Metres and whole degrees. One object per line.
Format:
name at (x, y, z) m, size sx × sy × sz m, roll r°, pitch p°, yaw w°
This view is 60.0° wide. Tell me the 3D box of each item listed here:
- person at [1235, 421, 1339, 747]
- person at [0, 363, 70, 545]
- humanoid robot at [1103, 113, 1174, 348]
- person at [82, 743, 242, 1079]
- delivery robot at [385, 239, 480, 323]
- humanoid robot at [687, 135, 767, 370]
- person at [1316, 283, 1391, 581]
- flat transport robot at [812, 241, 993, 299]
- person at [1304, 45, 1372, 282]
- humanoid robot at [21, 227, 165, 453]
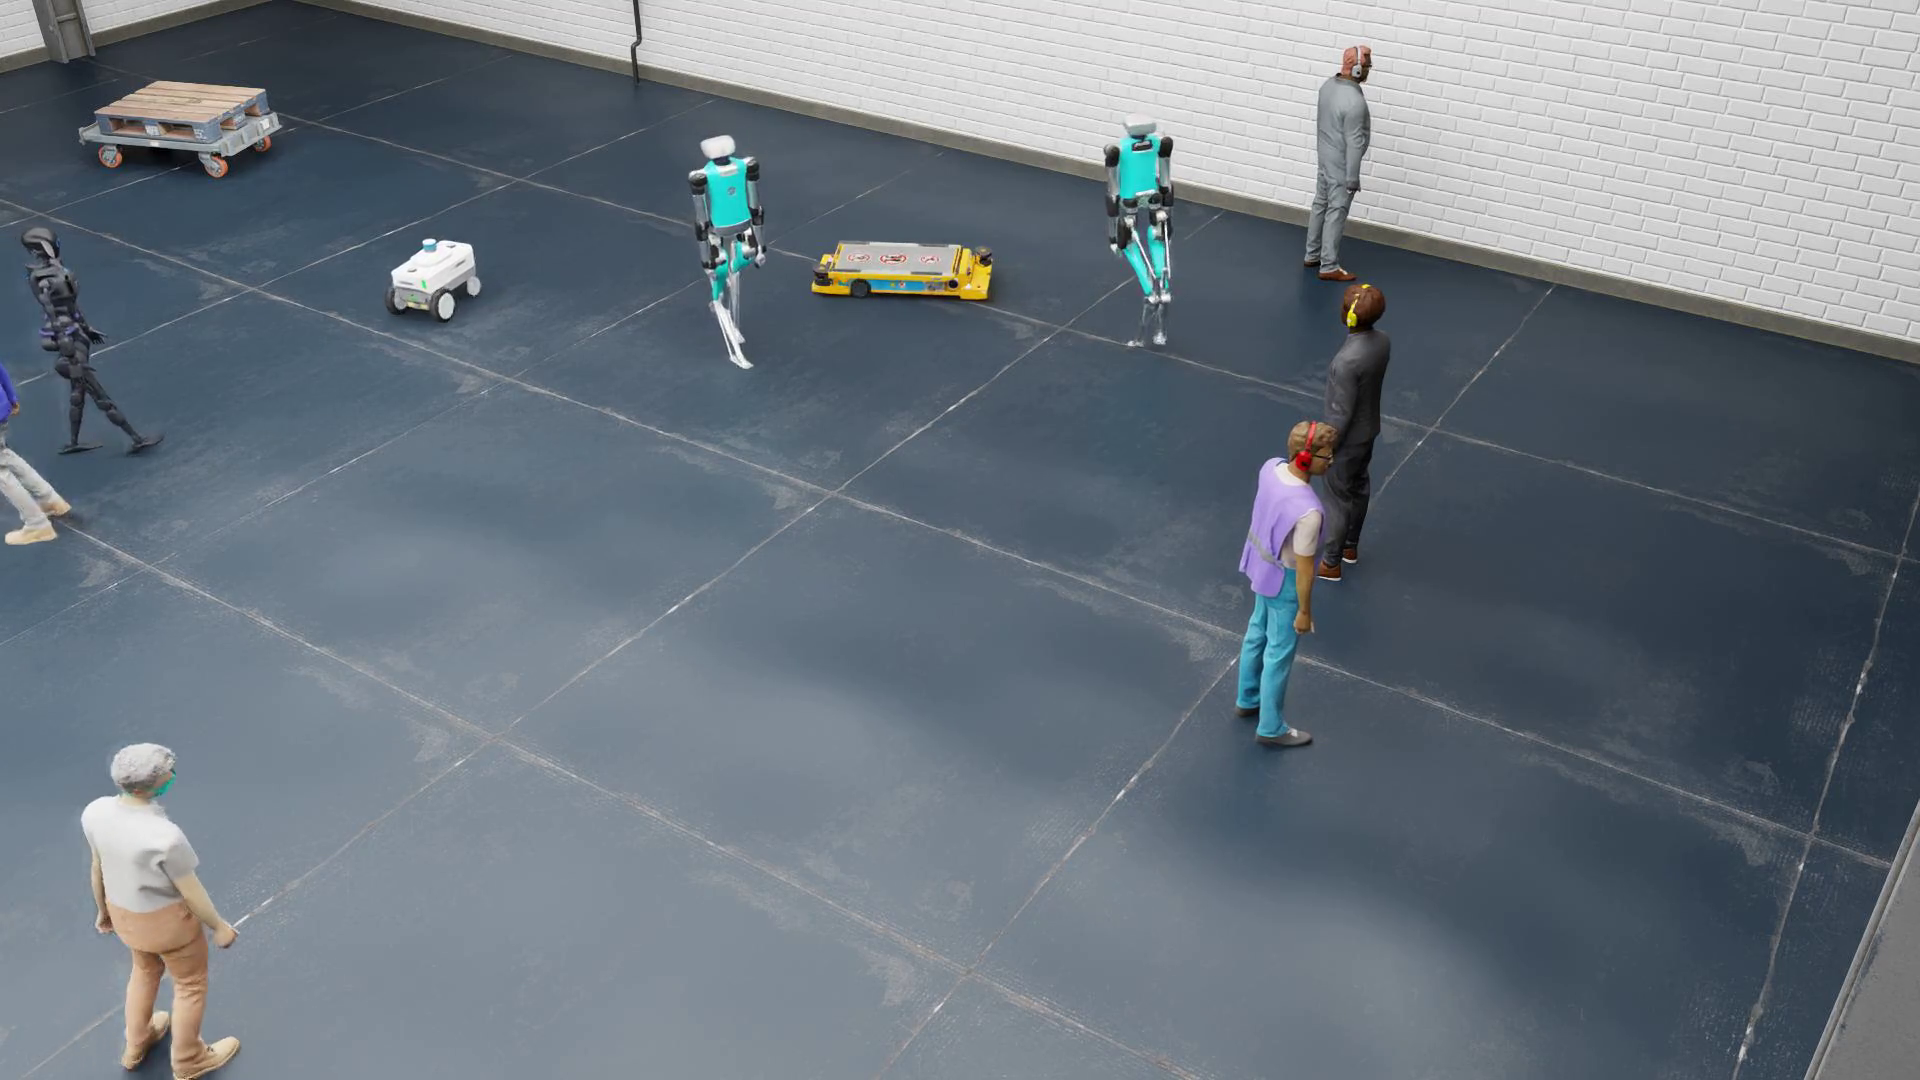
person at (1.630, 0.221, 8.460) m, size 0.391 × 1.837 × 0.562 m, roll -7°, pitch 33°, yaw -11°
person at (-5.865, -0.739, 9.972) m, size 0.376 × 1.819 × 0.584 m, roll 0°, pitch 33°, yaw 0°
humanoid robot at (1.398, -2.216, 12.363) m, size 0.551 × 1.788 × 0.719 m, roll -10°, pitch 34°, yaw -15°
person at (-3.205, 1.487, 6.611) m, size 0.593 × 1.706 × 0.359 m, roll 13°, pitch 35°, yaw 19°
delivery robot at (-4.190, -2.097, 13.247) m, size 0.499 × 0.586 × 0.773 m, roll 11°, pitch 34°, yaw 17°
humanoid robot at (-1.782, -2.195, 12.340) m, size 0.565 × 1.788 × 0.882 m, roll -17°, pitch 36°, yaw -24°
person at (2.264, -0.622, 9.740) m, size 0.354 × 1.875 × 0.492 m, roll 23°, pitch 39°, yaw 32°
flat transport robot at (-0.466, -2.220, 13.710) m, size 1.431 × 0.231 × 0.659 m, roll 3°, pitch 33°, yaw 4°
person at (3.106, -3.060, 13.504) m, size 0.404 × 1.906 × 0.648 m, roll -7°, pitch 33°, yaw -10°
humanoid robot at (-5.823, -1.320, 11.036) m, size 0.732 × 1.632 × 0.605 m, roll -9°, pitch 34°, yaw -14°
